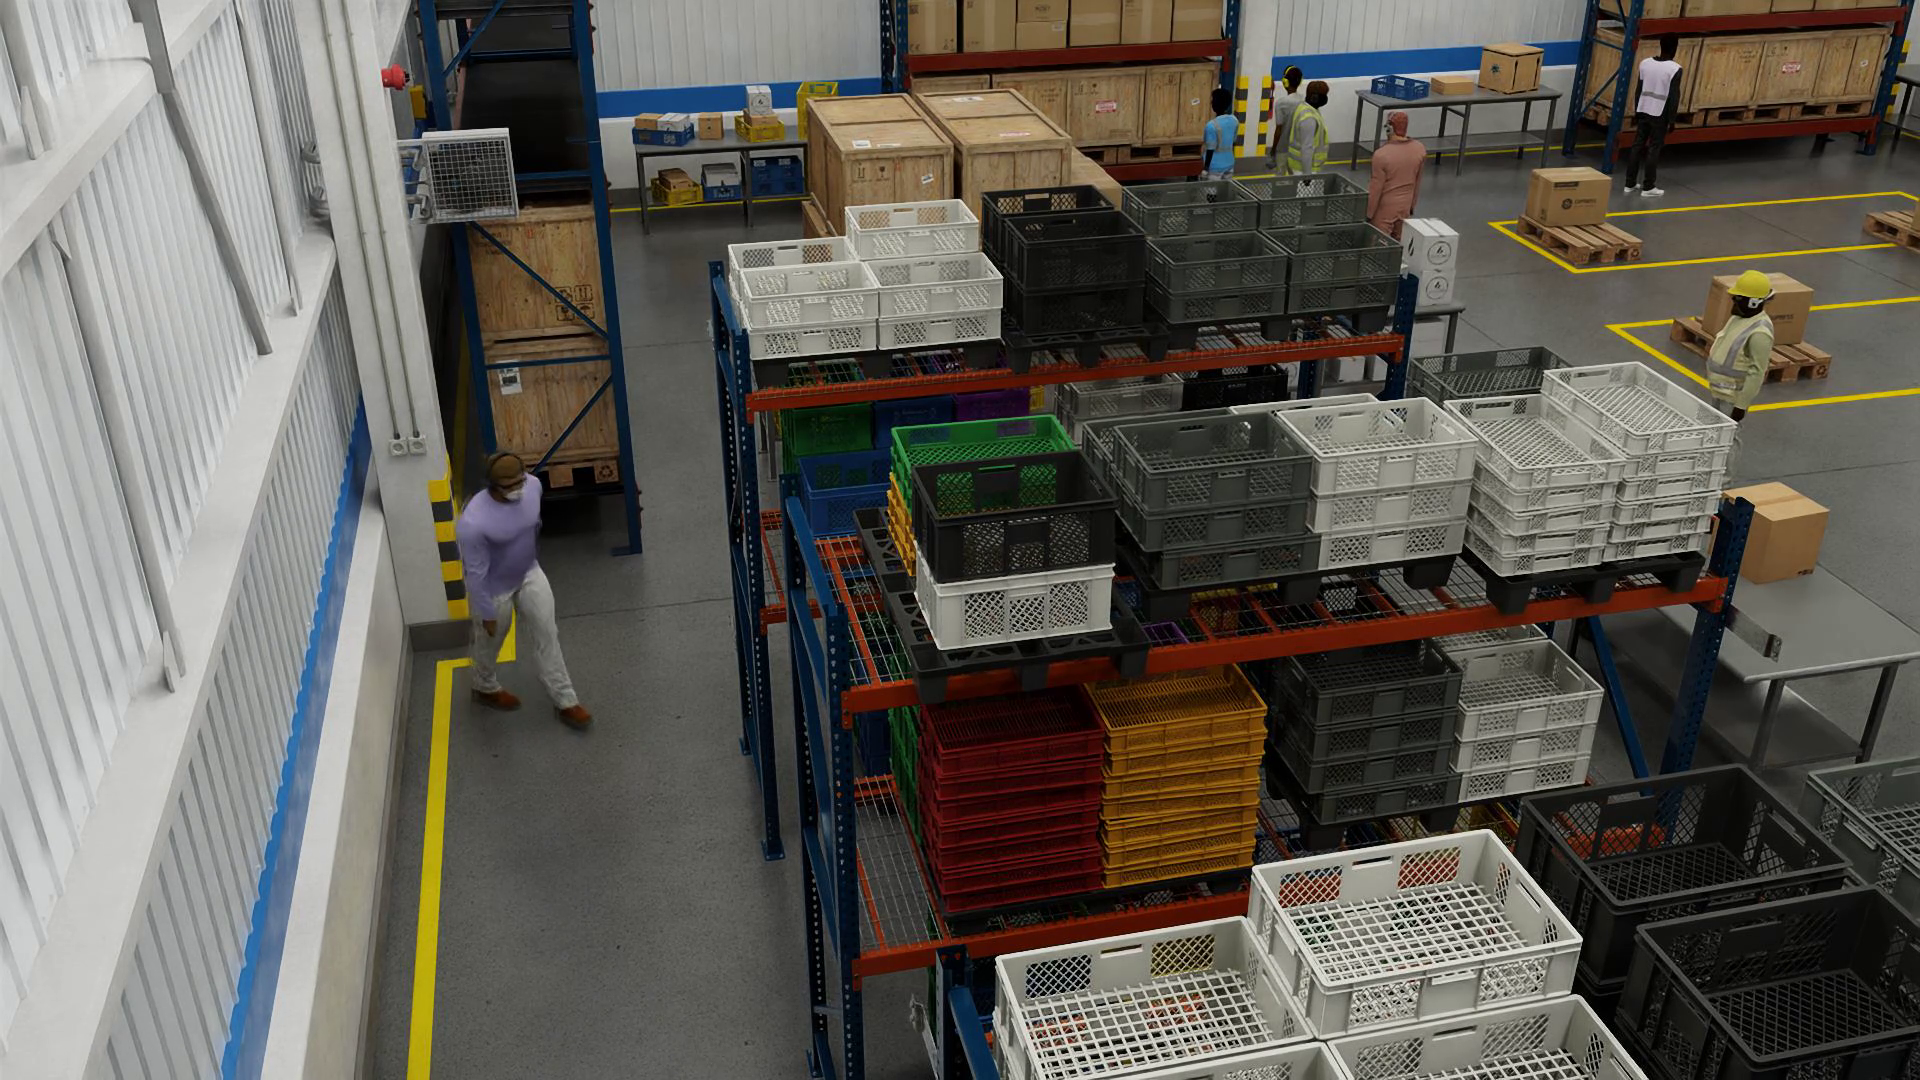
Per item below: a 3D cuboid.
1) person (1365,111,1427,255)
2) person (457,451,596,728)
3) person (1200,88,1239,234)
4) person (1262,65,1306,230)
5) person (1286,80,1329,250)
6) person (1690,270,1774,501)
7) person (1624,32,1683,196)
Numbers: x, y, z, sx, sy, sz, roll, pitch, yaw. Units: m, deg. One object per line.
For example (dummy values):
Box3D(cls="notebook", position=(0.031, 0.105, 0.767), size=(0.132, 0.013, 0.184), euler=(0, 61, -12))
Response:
Box3D(cls="person", position=(4.266, -3.311, 16.561), size=(0.639, 1.907, 0.406), euler=(-14, 31, -24))
Box3D(cls="person", position=(-2.618, 0.283, 9.785), size=(0.980, 1.863, 0.657), euler=(18, 33, 31))
Box3D(cls="person", position=(2.829, -4.103, 18.281), size=(0.317, 1.695, 0.540), euler=(23, 36, 37))
Box3D(cls="person", position=(3.645, -4.327, 18.529), size=(0.535, 1.864, 0.309), euler=(-15, 31, -27))
Box3D(cls="person", position=(3.770, -4.072, 18.083), size=(0.430, 1.834, 0.643), euler=(4, 28, 8))
Box3D(cls="person", position=(5.804, -1.144, 12.523), size=(0.404, 1.830, 0.602), euler=(4, 28, 7))
Box3D(cls="person", position=(8.325, -5.104, 19.947), size=(0.391, 1.920, 0.593), euler=(-16, 32, -28))
